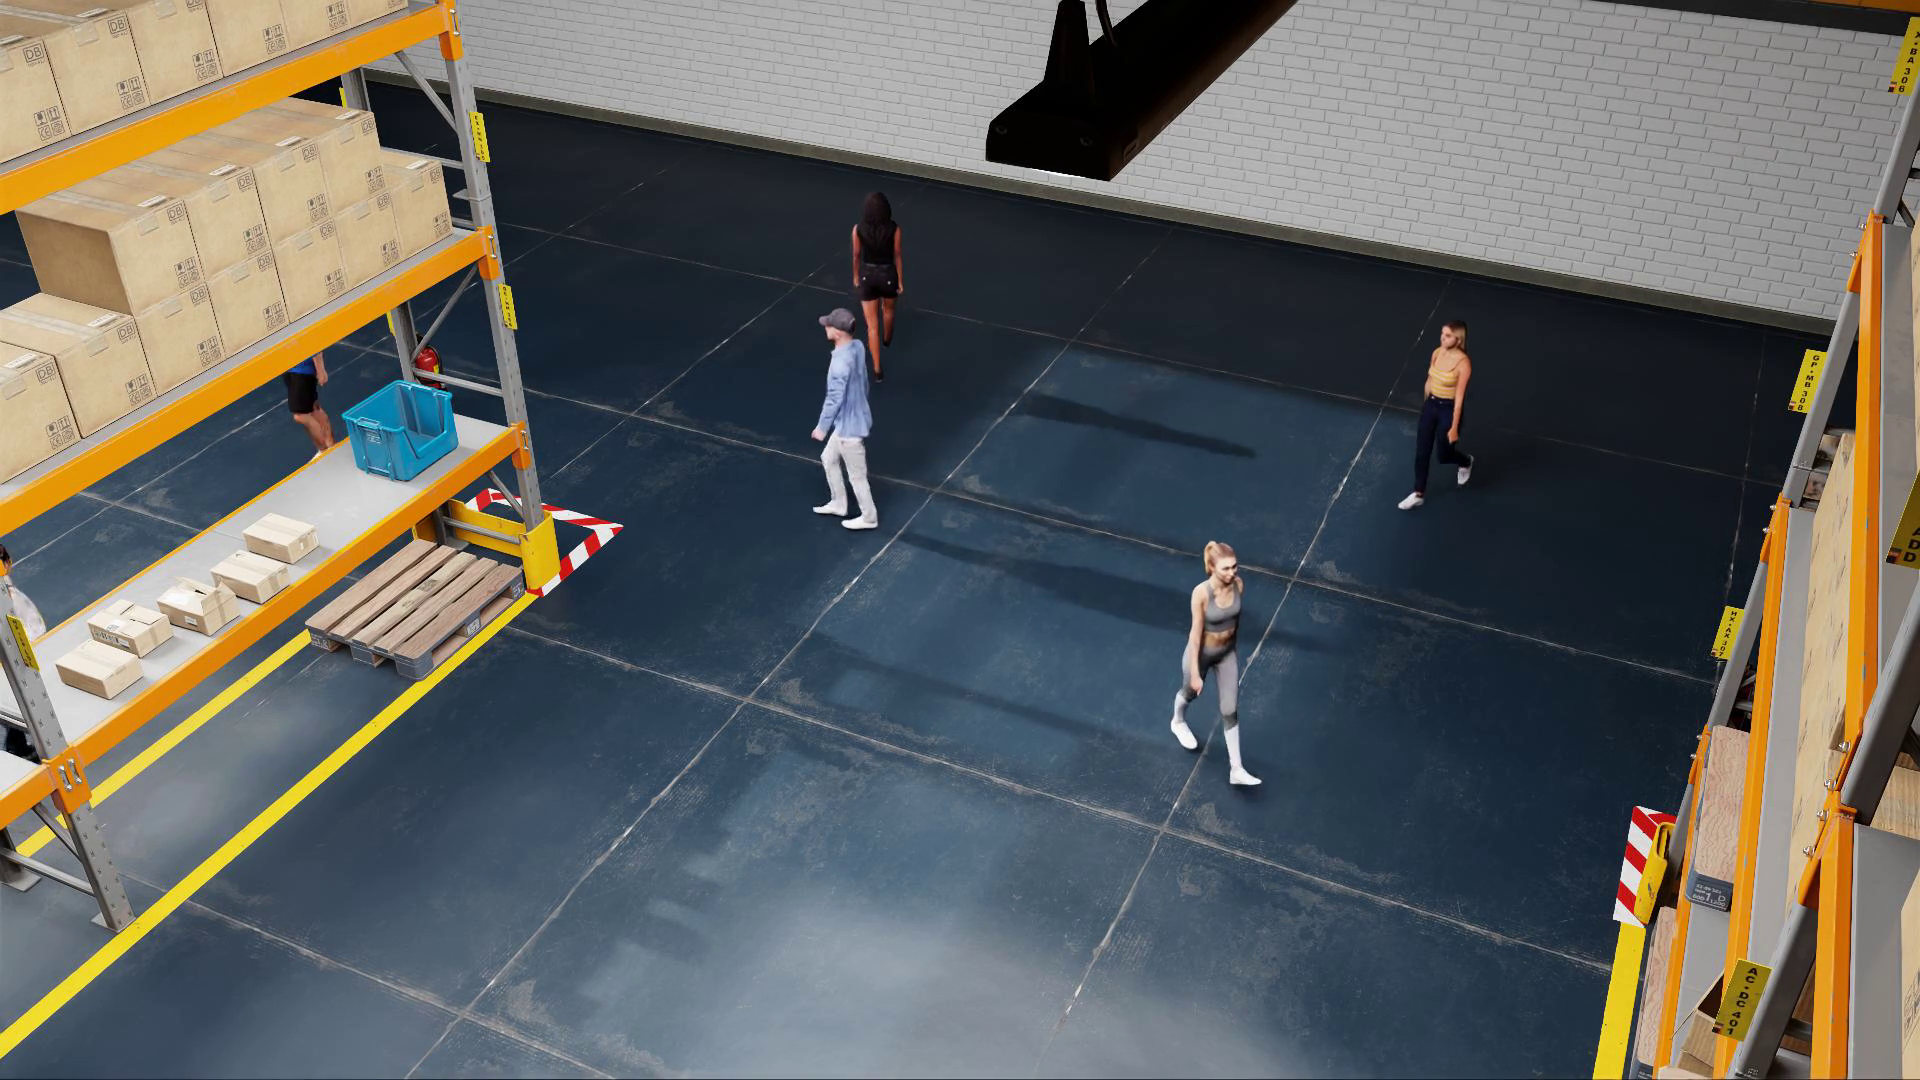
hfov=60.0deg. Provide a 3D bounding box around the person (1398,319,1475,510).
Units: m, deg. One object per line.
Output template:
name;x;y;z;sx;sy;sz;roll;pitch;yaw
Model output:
person;3.842;-0.990;13.060;1.030;1.616;0.903;-17;37;-24

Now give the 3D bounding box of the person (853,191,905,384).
person;-0.729;-2.226;14.857;0.996;1.685;1.280;-1;34;-2

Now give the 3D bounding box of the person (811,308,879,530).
person;-0.756;-0.876;12.661;0.845;1.867;0.814;3;34;5

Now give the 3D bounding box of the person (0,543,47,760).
person;-5.999;0.749;10.541;0.564;1.508;1.079;13;36;18

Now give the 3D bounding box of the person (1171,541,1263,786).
person;1.524;0.706;10.469;1.098;1.660;1.089;-16;37;-22
